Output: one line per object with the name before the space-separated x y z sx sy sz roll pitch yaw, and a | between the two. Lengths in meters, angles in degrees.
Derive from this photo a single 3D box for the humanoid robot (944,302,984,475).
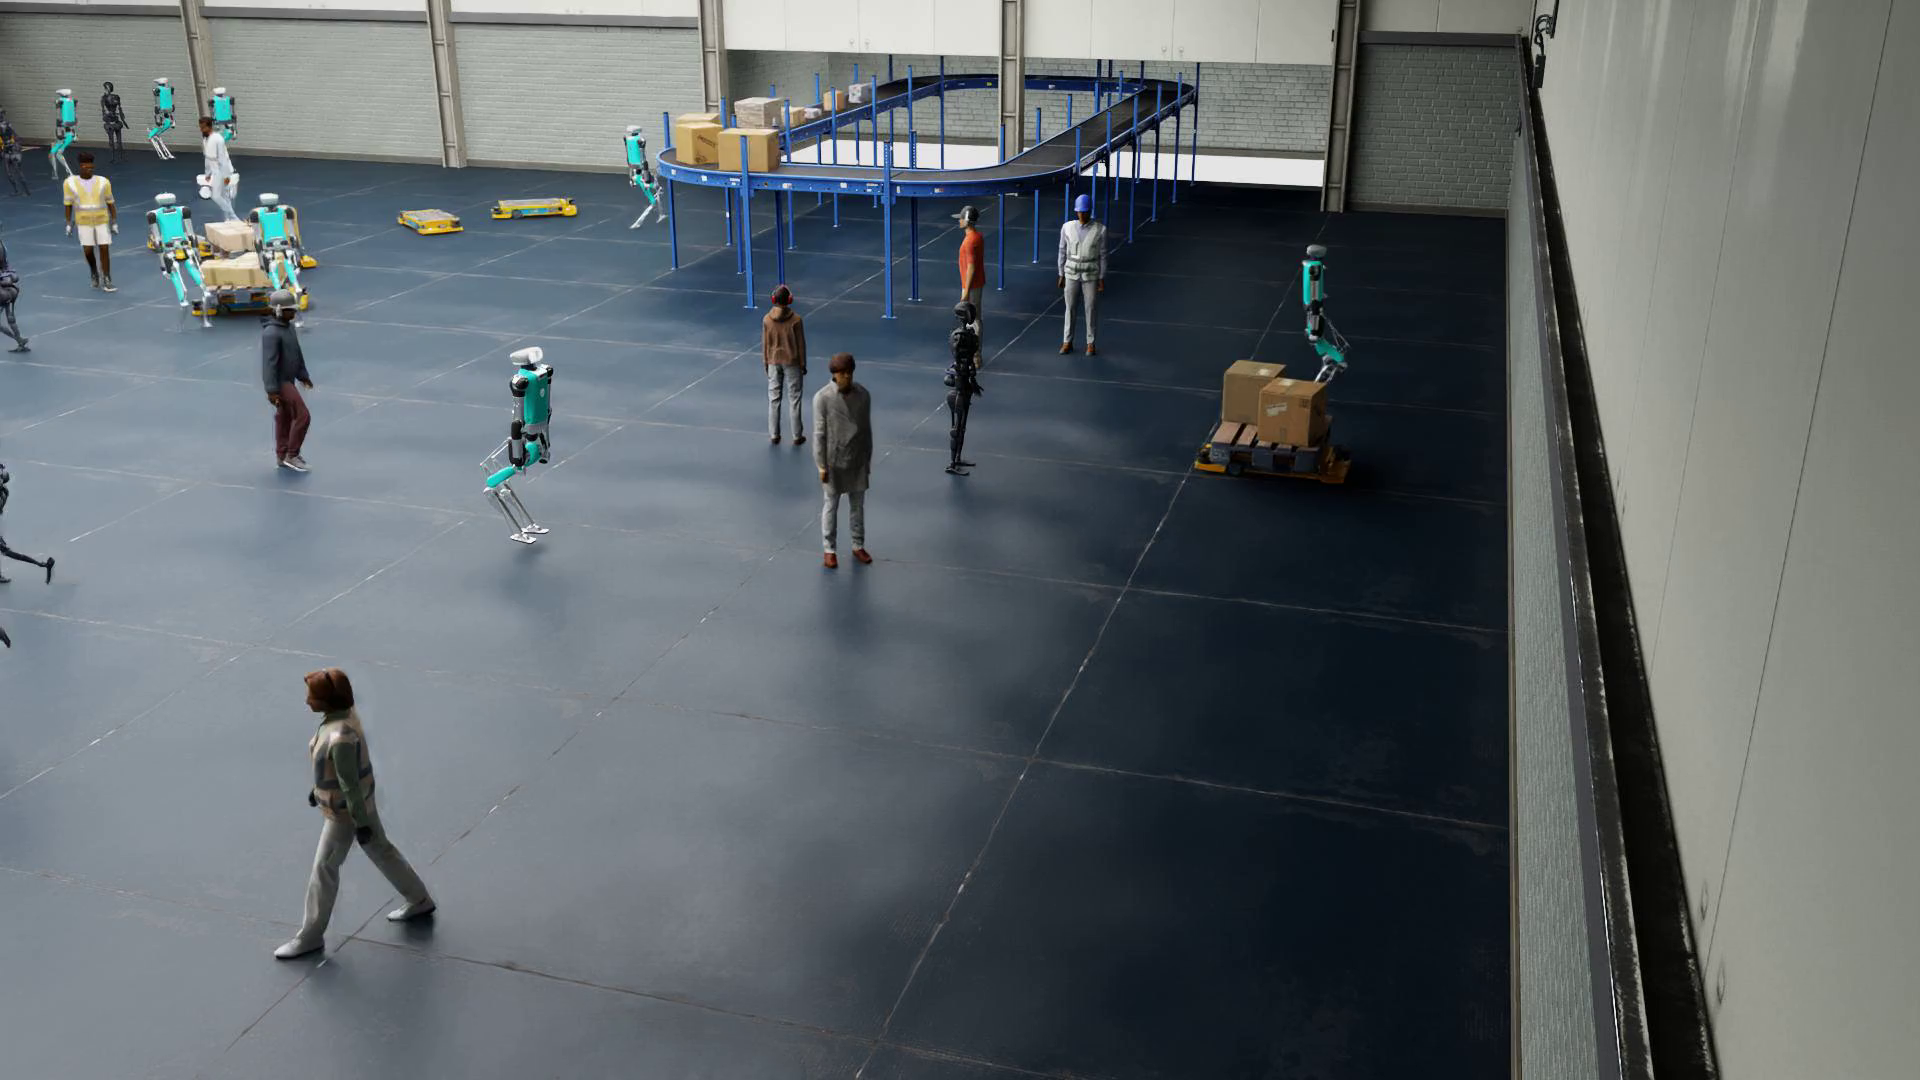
humanoid robot | 0.032 -1.485 16.051 0.315 1.657 0.599 6 22 16

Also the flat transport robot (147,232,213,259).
flat transport robot | -12.253 -4.632 26.192 0.659 0.231 1.431 -17 27 -37

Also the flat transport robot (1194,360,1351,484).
flat transport robot | 3.063 -0.797 16.244 1.431 0.231 0.659 7 22 17

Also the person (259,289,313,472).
person | -6.483 -1.535 16.044 0.533 1.786 0.556 -2 21 -6

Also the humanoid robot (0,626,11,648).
humanoid robot | -6.509 0.589 10.747 0.612 1.625 0.748 -14 25 -32

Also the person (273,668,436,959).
person | -3.233 1.390 8.720 0.826 1.589 0.508 -6 22 -15

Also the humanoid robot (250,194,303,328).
humanoid robot | -8.658 -3.506 21.252 0.540 1.741 0.981 -11 24 -26

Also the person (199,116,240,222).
person | -12.392 -6.118 27.782 0.459 1.899 0.663 -16 26 -35

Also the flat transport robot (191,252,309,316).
flat transport robot | -9.641 -3.249 22.604 1.431 0.231 0.659 -6 22 -16

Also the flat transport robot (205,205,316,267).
flat transport robot | -10.537 -4.183 25.027 1.431 0.231 0.659 -15 26 -34

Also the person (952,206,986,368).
person | 0.101 -2.986 19.643 0.391 1.912 0.476 4 21 9

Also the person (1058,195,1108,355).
person | 1.483 -3.217 20.191 0.603 1.948 0.387 5 22 13

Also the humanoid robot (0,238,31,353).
humanoid robot | -11.627 -3.082 20.207 0.358 1.640 0.609 -3 21 -8

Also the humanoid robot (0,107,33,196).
humanoid robot | -17.687 -7.235 31.019 0.591 1.647 0.419 9 23 22

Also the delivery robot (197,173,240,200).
delivery robot | -13.859 -6.641 31.023 0.780 0.608 0.525 -7 22 -17

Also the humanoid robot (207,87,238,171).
humanoid robot | -14.817 -8.166 33.332 0.793 1.796 0.544 20 28 41

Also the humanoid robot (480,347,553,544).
humanoid robot | -3.792 -0.819 14.074 0.735 1.677 0.533 6 22 16

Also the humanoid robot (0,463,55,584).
humanoid robot | -7.716 -0.416 13.320 0.633 1.631 0.590 -5 22 -13

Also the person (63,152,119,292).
person | -12.243 -4.482 23.459 0.673 1.948 0.531 -13 25 -30

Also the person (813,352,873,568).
person | -0.959 -0.659 13.729 0.521 1.825 0.364 -9 23 -22

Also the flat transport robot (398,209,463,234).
flat transport robot | -8.971 -5.388 28.153 0.659 0.231 1.431 -14 25 -32

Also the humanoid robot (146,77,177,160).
humanoid robot | -16.806 -8.834 34.865 0.735 1.676 0.533 6 22 16

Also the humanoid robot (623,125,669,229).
humanoid robot | -5.229 -6.139 28.132 1.034 1.765 0.534 -20 29 -41

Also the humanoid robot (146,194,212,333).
humanoid robot | -9.890 -3.477 21.198 0.547 1.788 0.757 -17 27 -38

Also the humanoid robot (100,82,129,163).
humanoid robot | -17.829 -8.809 35.048 0.315 1.657 0.599 6 22 16

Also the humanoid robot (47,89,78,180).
humanoid robot | -17.873 -8.010 32.961 0.849 1.811 0.534 4 21 10

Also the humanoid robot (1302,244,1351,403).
humanoid robot | 4.022 -2.318 18.147 0.678 1.799 0.556 2 21 5

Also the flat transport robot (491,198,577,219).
flat transport robot | -7.525 -5.847 29.344 1.431 0.231 0.659 -7 22 -17

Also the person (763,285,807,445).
person | -1.780 -1.764 16.841 0.456 1.644 0.321 5 22 12
